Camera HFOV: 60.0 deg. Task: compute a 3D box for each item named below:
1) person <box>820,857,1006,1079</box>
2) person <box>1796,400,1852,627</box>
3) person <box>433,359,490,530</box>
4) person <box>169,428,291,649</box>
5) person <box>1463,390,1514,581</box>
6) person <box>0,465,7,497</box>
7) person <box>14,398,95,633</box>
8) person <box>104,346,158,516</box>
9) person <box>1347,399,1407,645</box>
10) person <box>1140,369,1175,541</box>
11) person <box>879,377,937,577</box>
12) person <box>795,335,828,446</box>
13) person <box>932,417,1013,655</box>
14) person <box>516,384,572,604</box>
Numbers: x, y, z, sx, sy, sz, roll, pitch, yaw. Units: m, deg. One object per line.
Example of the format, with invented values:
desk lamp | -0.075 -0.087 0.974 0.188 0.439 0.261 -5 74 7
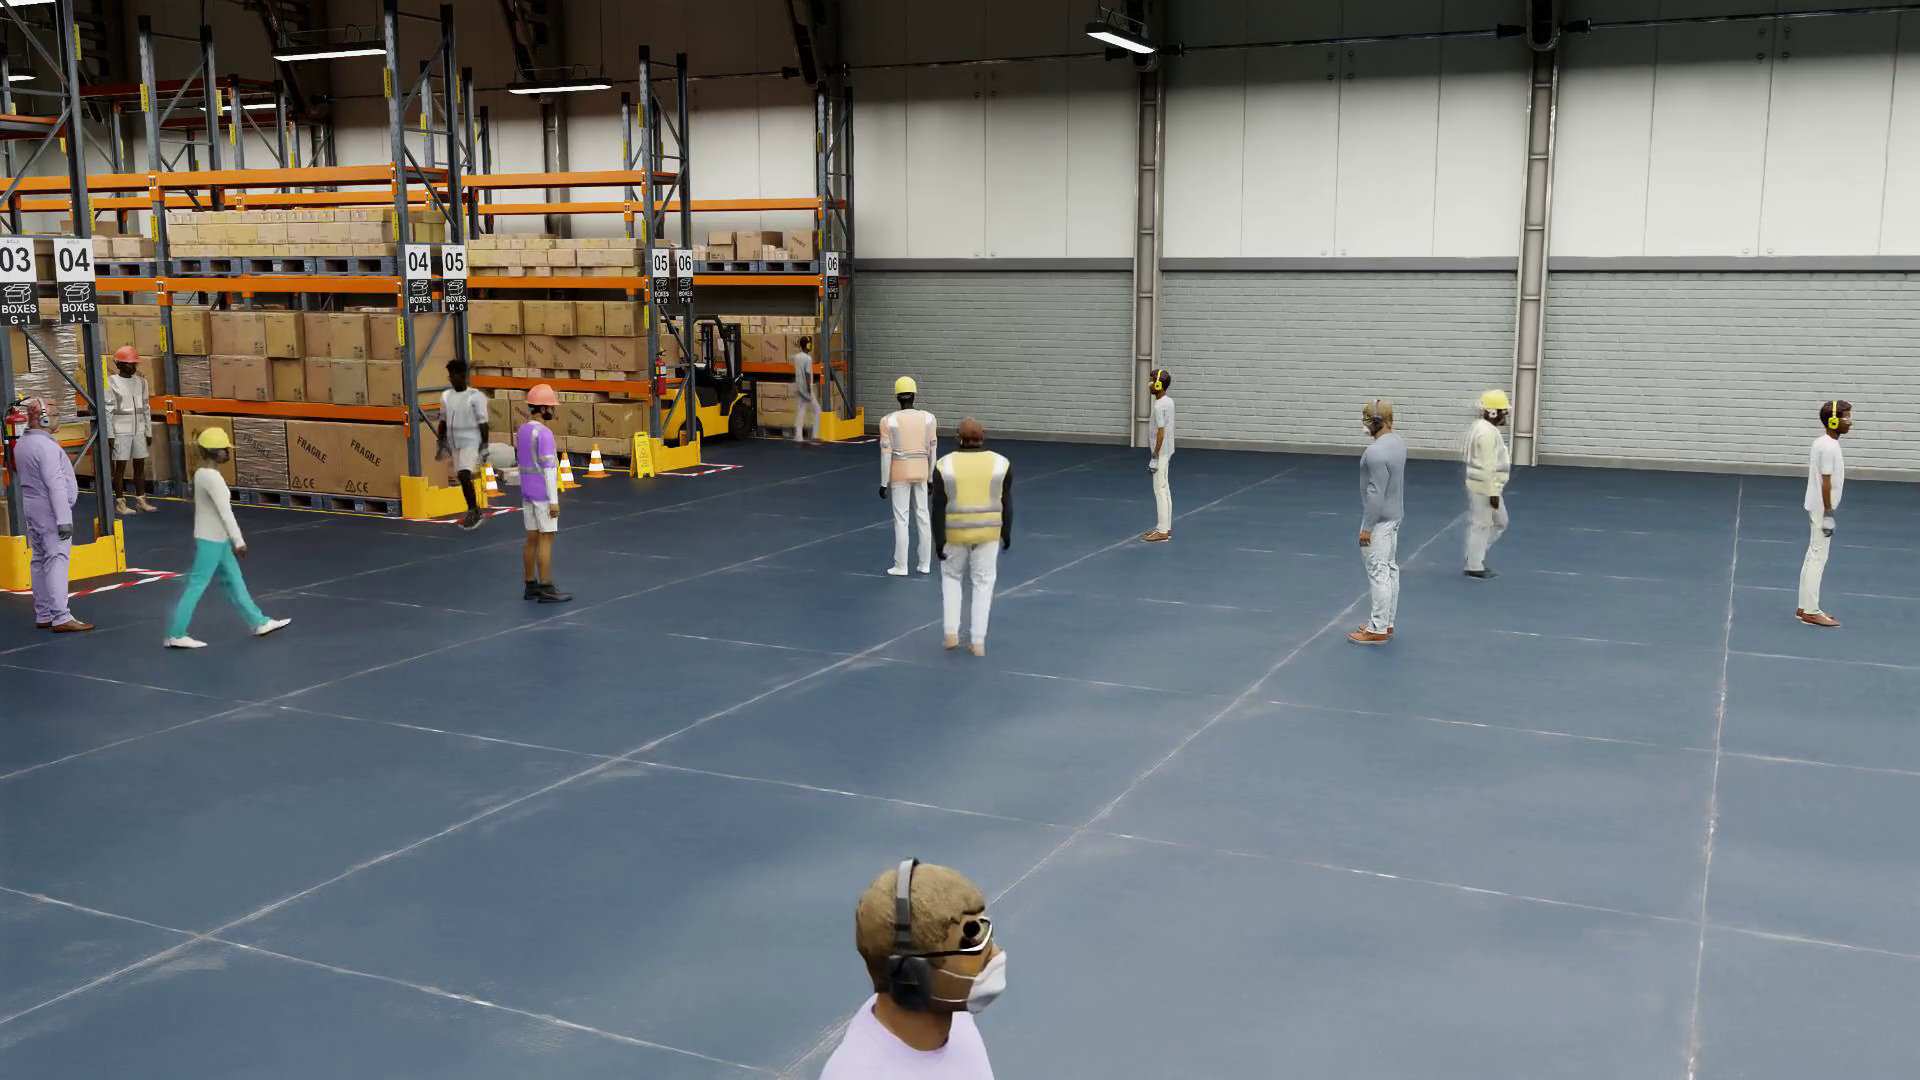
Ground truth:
person | -0.076 1.506 2.993 0.371 1.940 0.630 2 9 10
person | 7.196 -0.226 13.817 0.327 1.874 0.517 3 10 20
person | -5.660 -1.080 18.841 0.620 1.942 0.602 5 11 29
person | -5.790 -0.020 13.023 0.933 1.710 0.537 -6 11 -33
person | 4.992 -0.510 15.705 0.425 1.817 0.611 3 10 18
person | -10.260 -0.744 17.639 0.754 1.664 0.540 5 10 27
person | -7.389 -0.199 13.542 0.641 1.908 0.407 8 12 40
person | -9.945 -1.305 19.948 0.403 2.035 0.606 5 10 27
person | 3.296 -0.140 13.101 0.373 1.935 0.628 5 11 29
person | 2.156 -0.916 18.053 0.328 1.872 0.508 3 10 18
person | -0.506 -0.604 15.982 0.586 1.921 0.383 -4 10 -24
person | -2.489 -2.489 27.785 0.694 1.847 0.511 -7 12 -38
person | 0.089 -0.037 12.808 0.636 1.826 0.608 -1 9 -5
person | -3.693 -0.410 14.746 0.373 1.934 0.551 -8 12 -40
